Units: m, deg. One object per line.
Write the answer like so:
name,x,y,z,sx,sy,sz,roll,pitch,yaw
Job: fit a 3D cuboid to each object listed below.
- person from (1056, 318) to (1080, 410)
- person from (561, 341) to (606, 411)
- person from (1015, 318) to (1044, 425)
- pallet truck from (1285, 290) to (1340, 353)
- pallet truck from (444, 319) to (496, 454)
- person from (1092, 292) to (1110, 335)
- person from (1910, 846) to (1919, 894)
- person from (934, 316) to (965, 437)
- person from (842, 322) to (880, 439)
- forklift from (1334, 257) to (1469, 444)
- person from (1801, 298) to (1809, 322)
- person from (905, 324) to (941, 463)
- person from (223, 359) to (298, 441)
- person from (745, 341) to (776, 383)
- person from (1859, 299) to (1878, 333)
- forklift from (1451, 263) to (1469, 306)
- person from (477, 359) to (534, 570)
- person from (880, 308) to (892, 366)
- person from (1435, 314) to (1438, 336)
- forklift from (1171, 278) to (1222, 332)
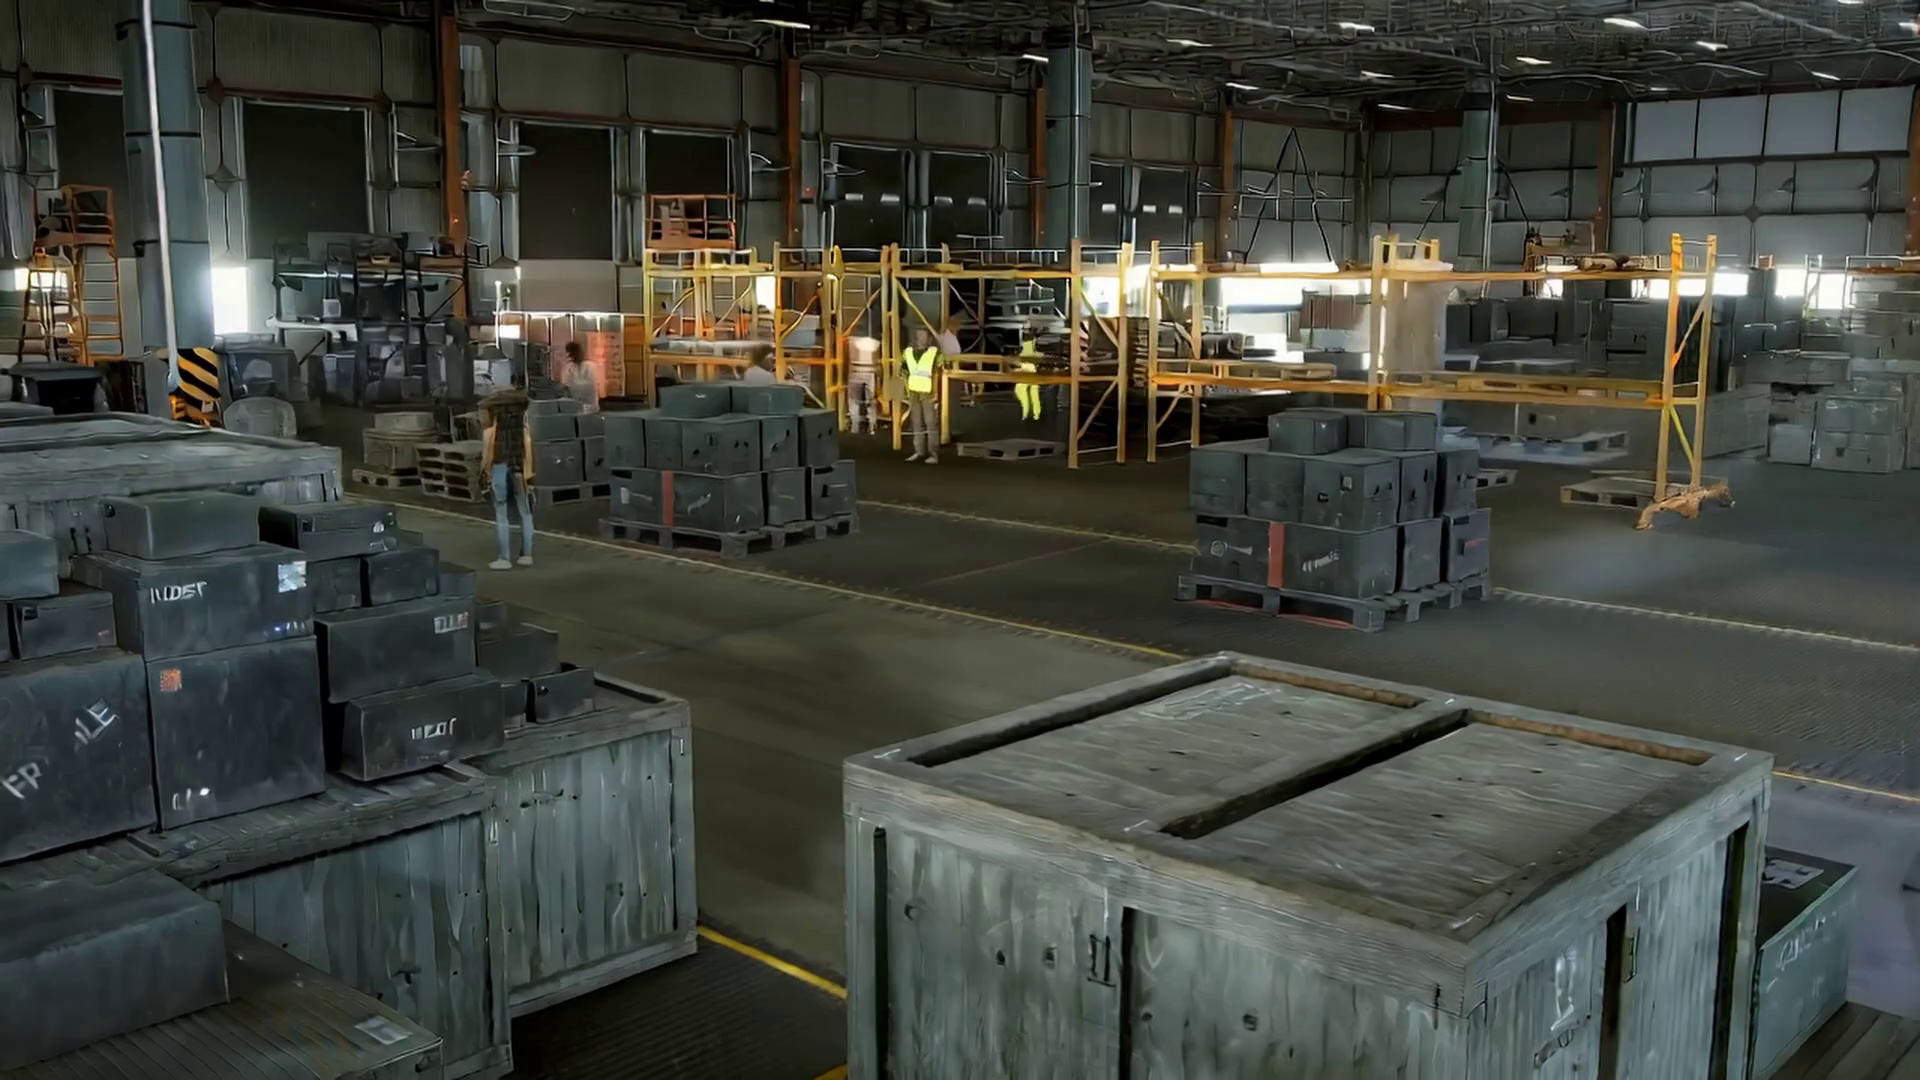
person,2.046,-3.330,31.462,0.485,1.739,0.320,-2,10,-13
person,-5.203,-1.909,22.999,0.609,1.662,0.347,1,9,6
person,1.171,-2.844,28.189,0.559,1.826,0.541,-8,12,-40
pallet truck,11.297,-6.951,52.861,1.885,1.965,0.823,-5,11,-29
pallet truck,-6.981,-1.942,22.150,1.885,1.965,0.823,1,9,9
person,4.365,-6.683,51.435,0.544,1.930,0.389,1,9,5
person,4.230,0.688,6.844,0.475,1.720,0.562,6,11,34
person,-0.179,-2.575,26.292,0.505,1.918,0.644,-6,11,-33
person,-1.560,-2.506,26.138,0.622,1.836,0.431,-6,11,-31
forklift,6.703,-2.851,25.027,1.873,2.768,1.129,9,13,43
person,21.596,-5.270,42.797,0.569,1.914,0.567,4,10,25
person,-0.503,-2.010,22.854,0.586,1.910,0.394,7,12,37
person,-5.719,-0.521,13.689,0.586,1.920,0.398,-1,9,-6
person,-2.058,-1.205,18.000,1.027,1.875,0.638,1,9,8
person,23.334,-5.223,42.650,1.044,1.881,0.646,1,9,7
forklift,13.960,-6.381,46.670,1.873,2.768,1.129,3,10,17
person,-4.031,-0.667,14.743,0.526,1.864,0.315,-8,12,-42
person,-1.954,-5.333,44.069,0.313,1.634,0.515,1,9,8
person,8.631,-3.204,30.408,0.583,1.845,0.976,-7,12,-38
forklift,6.378,-6.423,46.927,1.873,2.768,1.129,9,13,43
